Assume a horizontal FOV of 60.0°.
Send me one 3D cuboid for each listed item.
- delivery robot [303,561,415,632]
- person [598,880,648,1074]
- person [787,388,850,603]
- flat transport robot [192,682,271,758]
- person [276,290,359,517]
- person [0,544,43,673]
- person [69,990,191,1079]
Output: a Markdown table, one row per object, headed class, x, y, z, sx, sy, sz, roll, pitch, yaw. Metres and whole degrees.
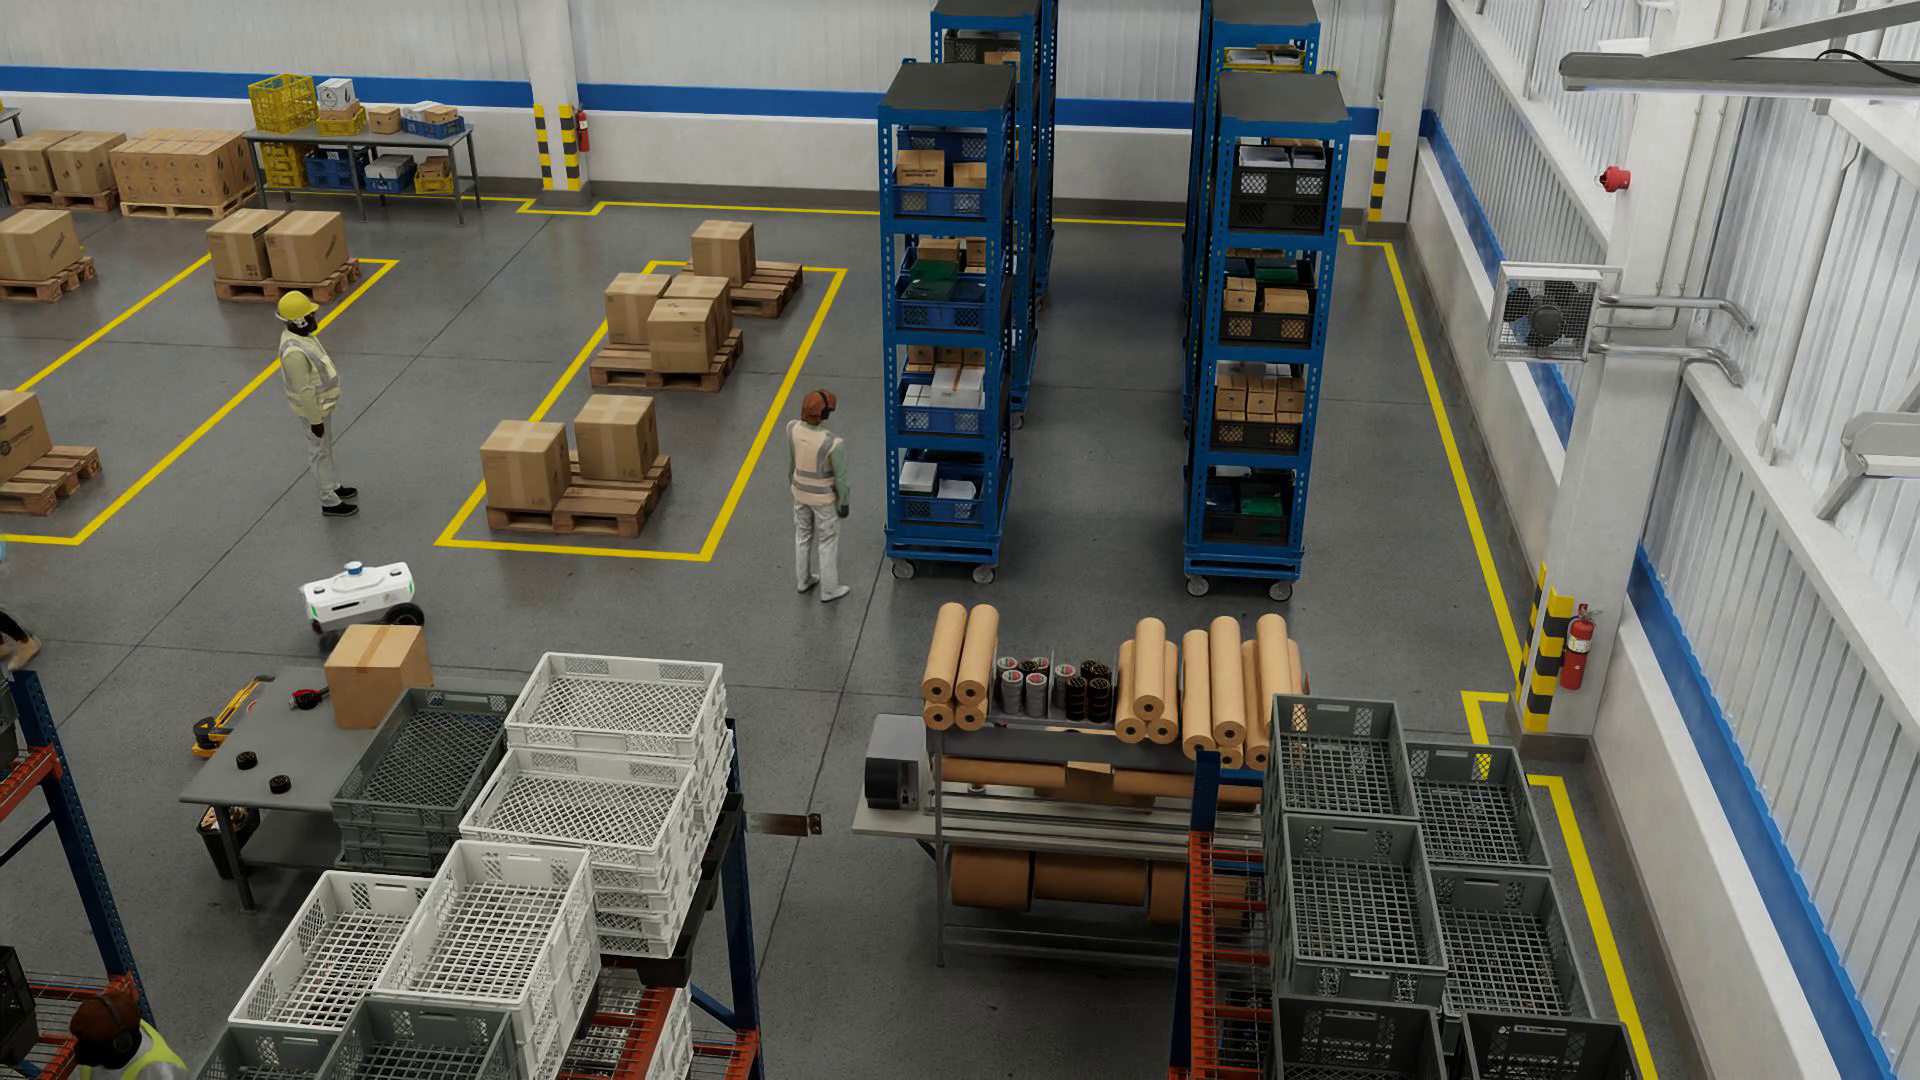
| class | x | y | z | sx | sy | sz | roll | pitch | yaw |
| --- | --- | --- | --- | --- | --- | --- | --- | --- | --- |
| delivery robot | -4.195 | 0.379 | 11.625 | 0.707 | 0.478 | 0.477 | -14 | 33 | -23 |
| person | -1.613 | 1.776 | 7.960 | 0.627 | 1.932 | 0.361 | -5 | 31 | -9 |
| person | -1.012 | -0.308 | 11.834 | 0.523 | 1.630 | 0.317 | 20 | 36 | 30 |
| flat transport robot | -4.089 | 1.163 | 10.648 | 1.431 | 0.197 | 0.652 | 3 | 30 | 6 |
| person | -5.001 | -1.065 | 12.930 | 0.404 | 1.834 | 0.600 | -9 | 31 | -15 |
| person | -6.597 | 0.122 | 11.043 | 0.560 | 1.681 | 0.414 | 25 | 39 | 36 |
| person | -3.266 | 2.535 | 6.739 | 0.627 | 1.846 | 0.429 | 25 | 38 | 36 |
